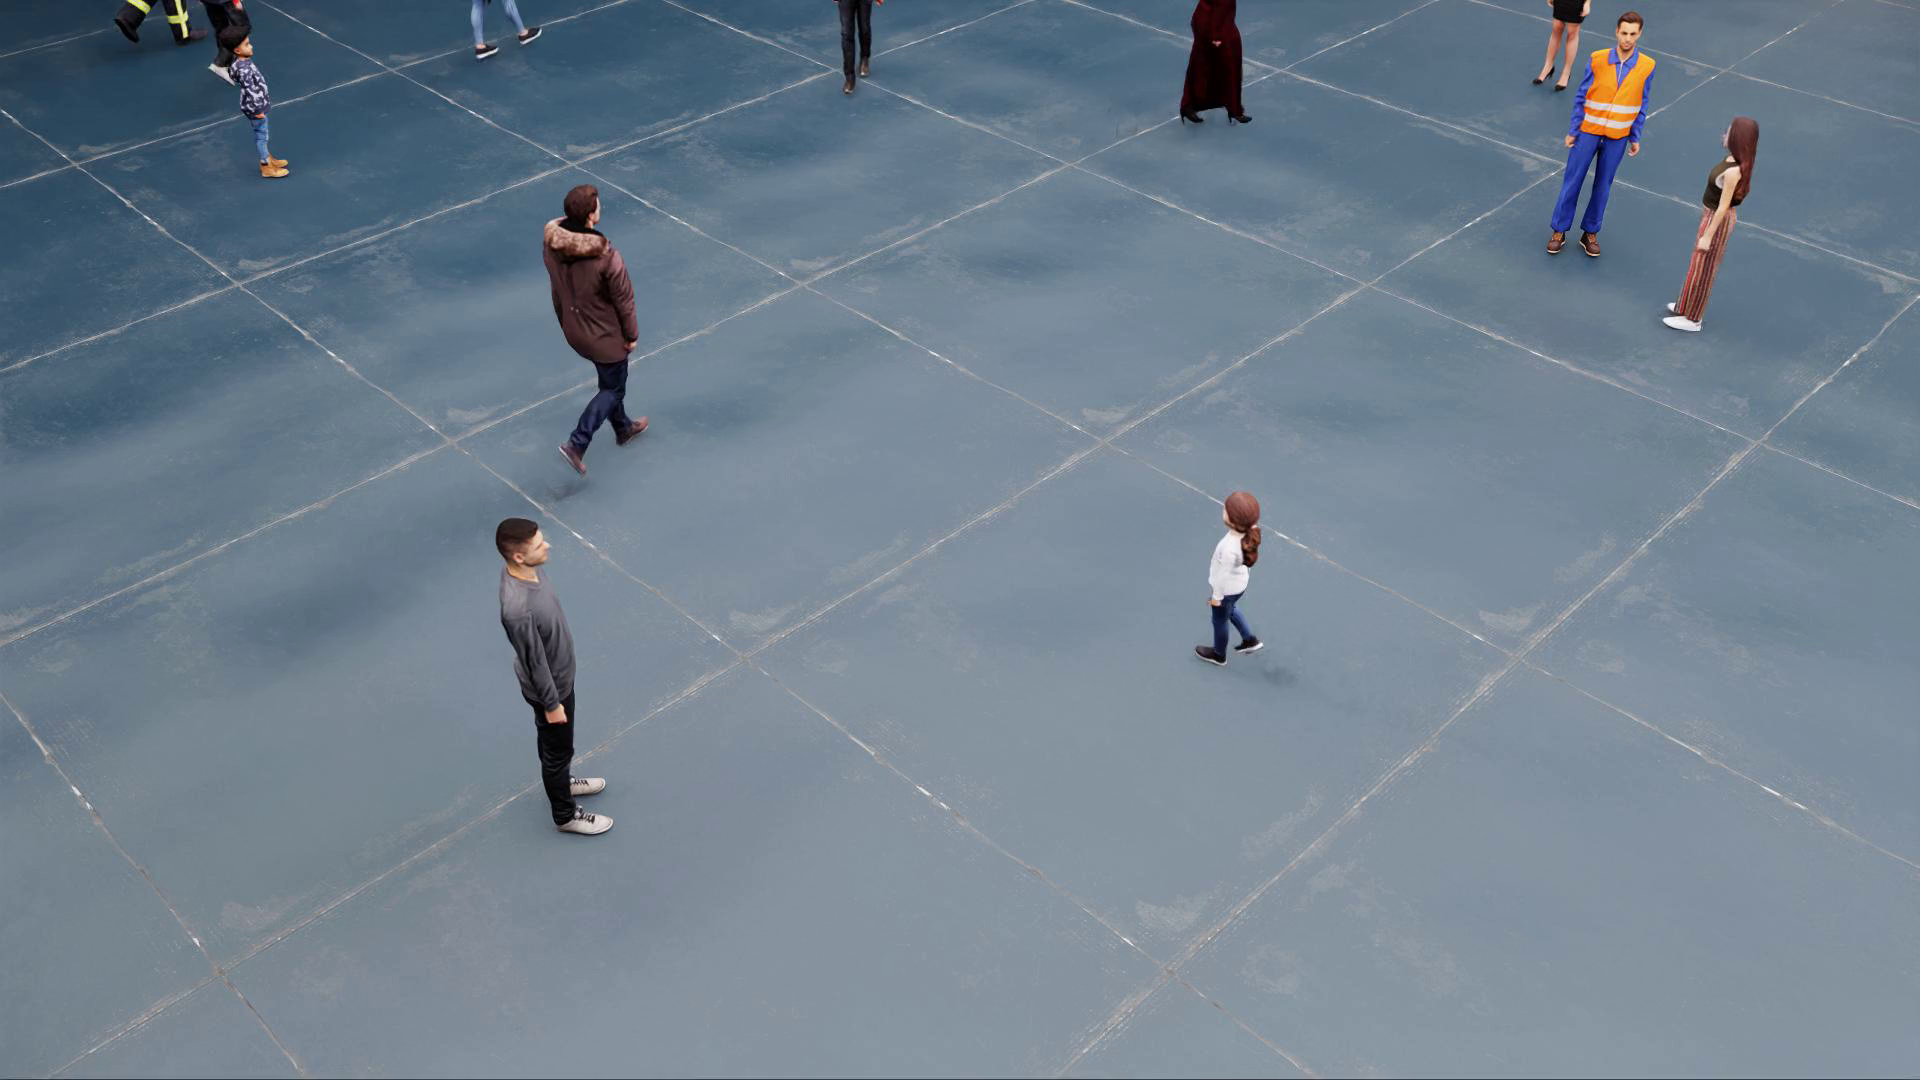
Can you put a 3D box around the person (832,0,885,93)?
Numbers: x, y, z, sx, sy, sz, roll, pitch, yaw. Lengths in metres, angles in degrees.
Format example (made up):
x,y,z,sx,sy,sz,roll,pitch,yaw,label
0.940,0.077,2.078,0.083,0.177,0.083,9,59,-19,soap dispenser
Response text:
x,y,z,sx,sy,sz,roll,pitch,yaw,label
-0.928,-5.046,15.164,1.086,1.743,1.005,25,44,29,person

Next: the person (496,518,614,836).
x,y,z,sx,sy,sz,roll,pitch,yaw,label
-1.915,0.629,7.681,0.709,1.763,0.701,-9,38,-11,person

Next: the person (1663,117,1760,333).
x,y,z,sx,sy,sz,roll,pitch,yaw,label
5.268,-2.202,11.572,0.675,1.563,0.550,17,40,21,person

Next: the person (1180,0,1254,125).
x,y,z,sx,sy,sz,roll,pitch,yaw,label
2.096,-4.379,14.294,1.013,1.733,0.924,-7,38,-8,person

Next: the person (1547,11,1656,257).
x,y,z,sx,sy,sz,roll,pitch,yaw,label
4.792,-3.023,12.404,0.789,1.863,0.801,8,38,10,person

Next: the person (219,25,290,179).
x,y,z,sx,sy,sz,roll,pitch,yaw,label
-5.809,-3.614,13.686,0.593,1.250,0.568,-12,39,-15,person

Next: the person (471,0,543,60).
x,y,z,sx,sy,sz,roll,pitch,yaw,label
-4.557,-5.352,15.635,0.669,1.658,0.968,26,45,30,person

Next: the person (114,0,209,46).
x,y,z,sx,sy,sz,roll,pitch,yaw,label
-7.813,-5.635,15.755,0.782,1.964,1.007,30,46,33,person

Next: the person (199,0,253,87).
x,y,z,sx,sy,sz,roll,pitch,yaw,label
-6.766,-4.915,14.986,0.825,1.748,0.935,13,39,17,person

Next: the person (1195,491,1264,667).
x,y,z,sx,sy,sz,roll,pitch,yaw,label
1.471,0.232,8.750,0.590,1.102,0.569,18,41,22,person

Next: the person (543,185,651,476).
x,y,z,sx,sy,sz,roll,pitch,yaw,label
-2.262,-1.239,10.091,0.896,1.821,1.141,22,42,26,person

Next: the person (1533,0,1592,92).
x,y,z,sx,sy,sz,roll,pitch,yaw,label
5.552,-4.912,15.065,0.512,1.648,0.587,-27,45,-31,person
